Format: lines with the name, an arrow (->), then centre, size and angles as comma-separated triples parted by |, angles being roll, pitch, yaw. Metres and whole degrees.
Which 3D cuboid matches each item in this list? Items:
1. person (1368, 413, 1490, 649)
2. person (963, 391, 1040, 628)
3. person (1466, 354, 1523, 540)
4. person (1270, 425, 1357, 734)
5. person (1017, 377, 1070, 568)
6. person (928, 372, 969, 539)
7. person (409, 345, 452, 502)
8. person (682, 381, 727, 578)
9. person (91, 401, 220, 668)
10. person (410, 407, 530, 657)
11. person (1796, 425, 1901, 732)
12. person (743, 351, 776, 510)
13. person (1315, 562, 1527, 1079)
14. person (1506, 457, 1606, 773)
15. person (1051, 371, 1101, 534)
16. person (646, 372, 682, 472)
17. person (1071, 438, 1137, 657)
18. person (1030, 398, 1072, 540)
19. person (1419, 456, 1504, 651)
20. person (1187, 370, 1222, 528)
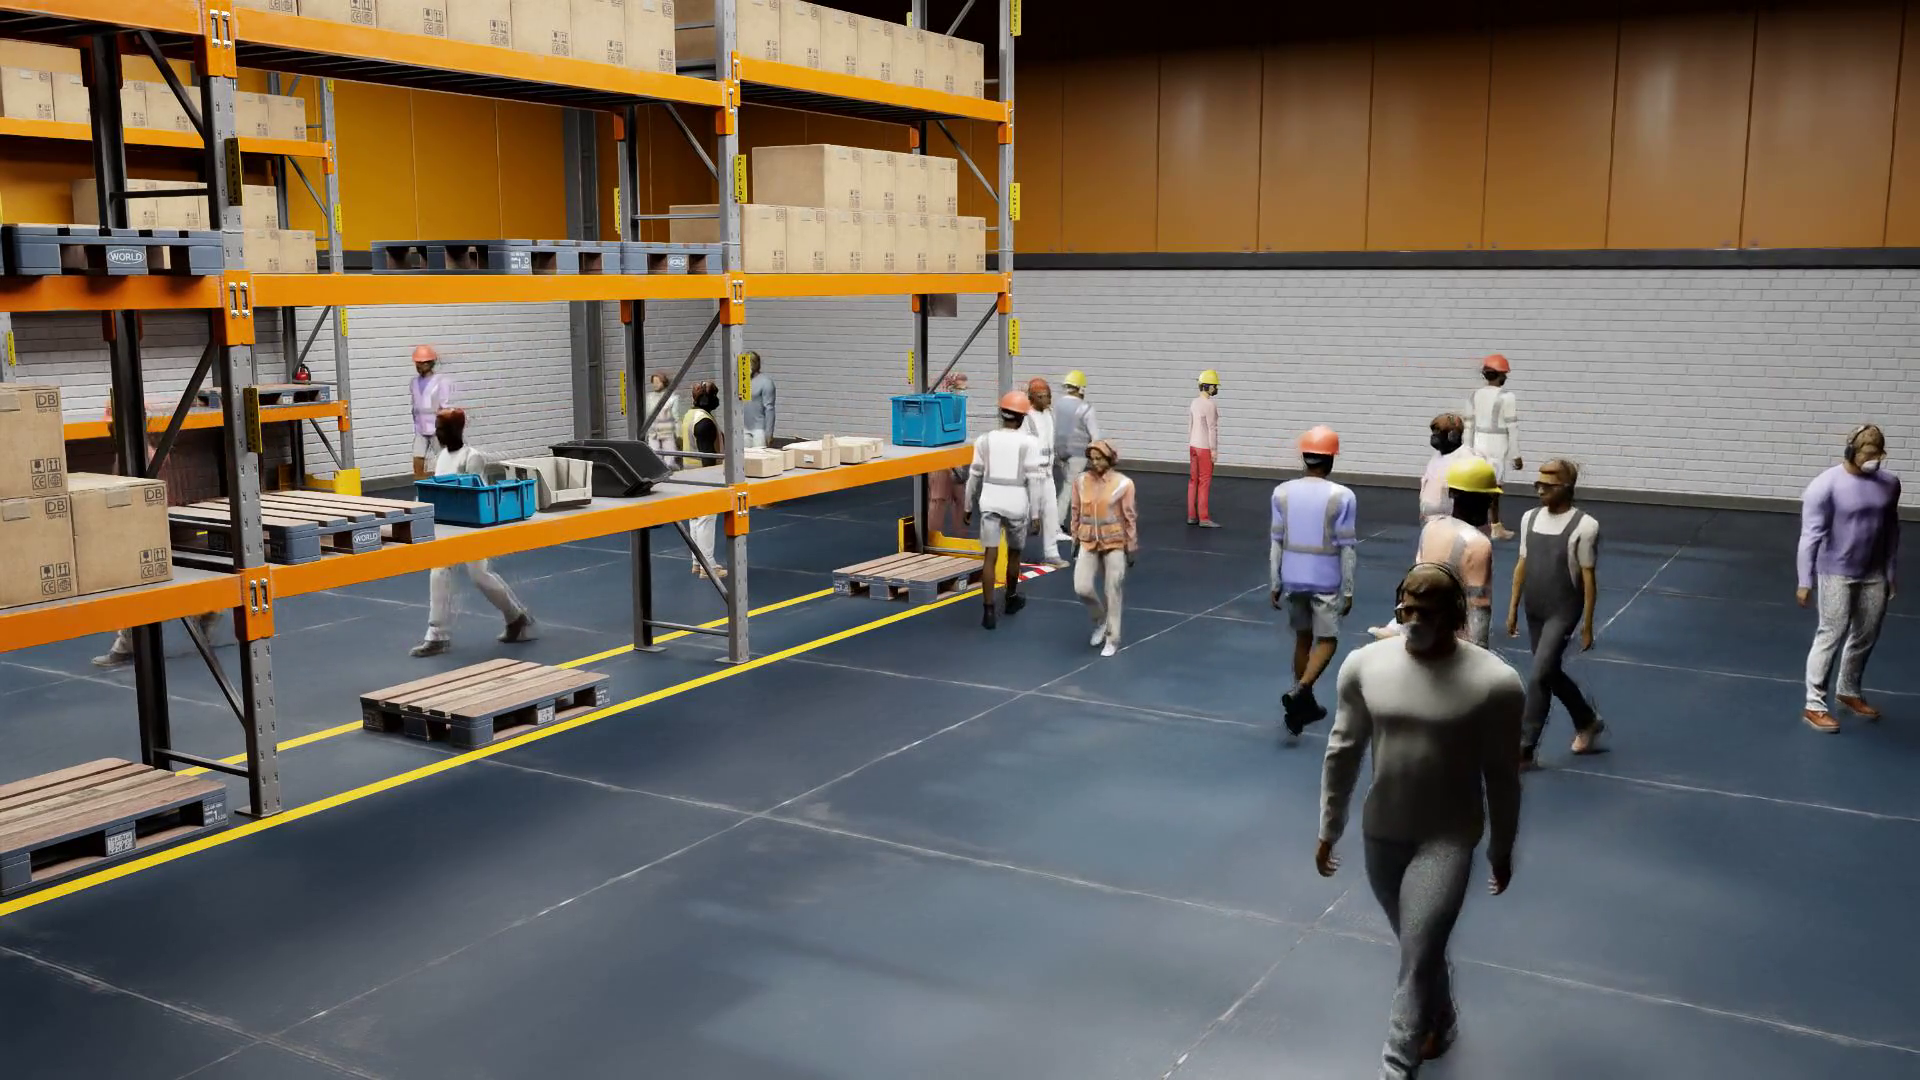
person -> 3.580, -0.042, 12.429 | 0.947, 1.790, 0.637 | -2, 9, -12
person -> 0.348, -0.269, 13.572 | 0.685, 1.875, 0.960 | 3, 9, 15
person -> 5.529, -0.947, 17.456 | 0.950, 2.011, 0.610 | -4, 10, -25
person -> 2.145, 0.255, 10.243 | 0.550, 1.918, 0.748 | 6, 11, 34
person -> 0.668, -0.657, 16.096 | 0.785, 1.865, 0.601 | 7, 12, 38
person -> -0.061, -0.726, 16.521 | 0.688, 1.873, 0.678 | 2, 9, 14
person -> -6.250, -1.320, 19.818 | 0.618, 2.019, 0.932 | 4, 10, 22
person -> -2.369, -0.566, 15.576 | 0.429, 1.843, 0.633 | -3, 10, -21
person -> -5.949, -0.085, 12.195 | 0.861, 1.968, 0.619 | -6, 11, -35
person -> -3.717, -0.083, 12.520 | 0.573, 1.858, 0.919 | 7, 11, 37
person -> 5.544, 0.222, 10.423 | 0.764, 1.918, 0.526 | -2, 9, -13
person -> -2.471, -1.322, 20.066 | 0.633, 1.926, 0.375 | 9, 13, 44
person -> 1.584, 0.995, 5.714 | 0.646, 1.893, 1.036 | 7, 11, 35
person -> 3.442, 0.415, 9.569 | 0.915, 1.813, 0.521 | -5, 10, -28
person -> 1.273, -0.964, 18.259 | 0.614, 1.781, 0.946 | 8, 12, 42
person -> -3.712, -1.305, 20.870 | 0.522, 1.627, 0.550 | 3, 10, 19
person -> 1.058, 0.057, 12.332 | 0.545, 1.621, 0.367 | 5, 10, 28
person -> 0.813, -0.797, 17.794 | 0.807, 1.601, 0.510 | 2, 9, 10
person -> 2.539, 0.529, 8.533 | 0.410, 1.934, 0.624 | -2, 9, -14
person -> 2.747, -1.019, 18.647 | 0.329, 1.765, 0.525 | -3, 10, -18
